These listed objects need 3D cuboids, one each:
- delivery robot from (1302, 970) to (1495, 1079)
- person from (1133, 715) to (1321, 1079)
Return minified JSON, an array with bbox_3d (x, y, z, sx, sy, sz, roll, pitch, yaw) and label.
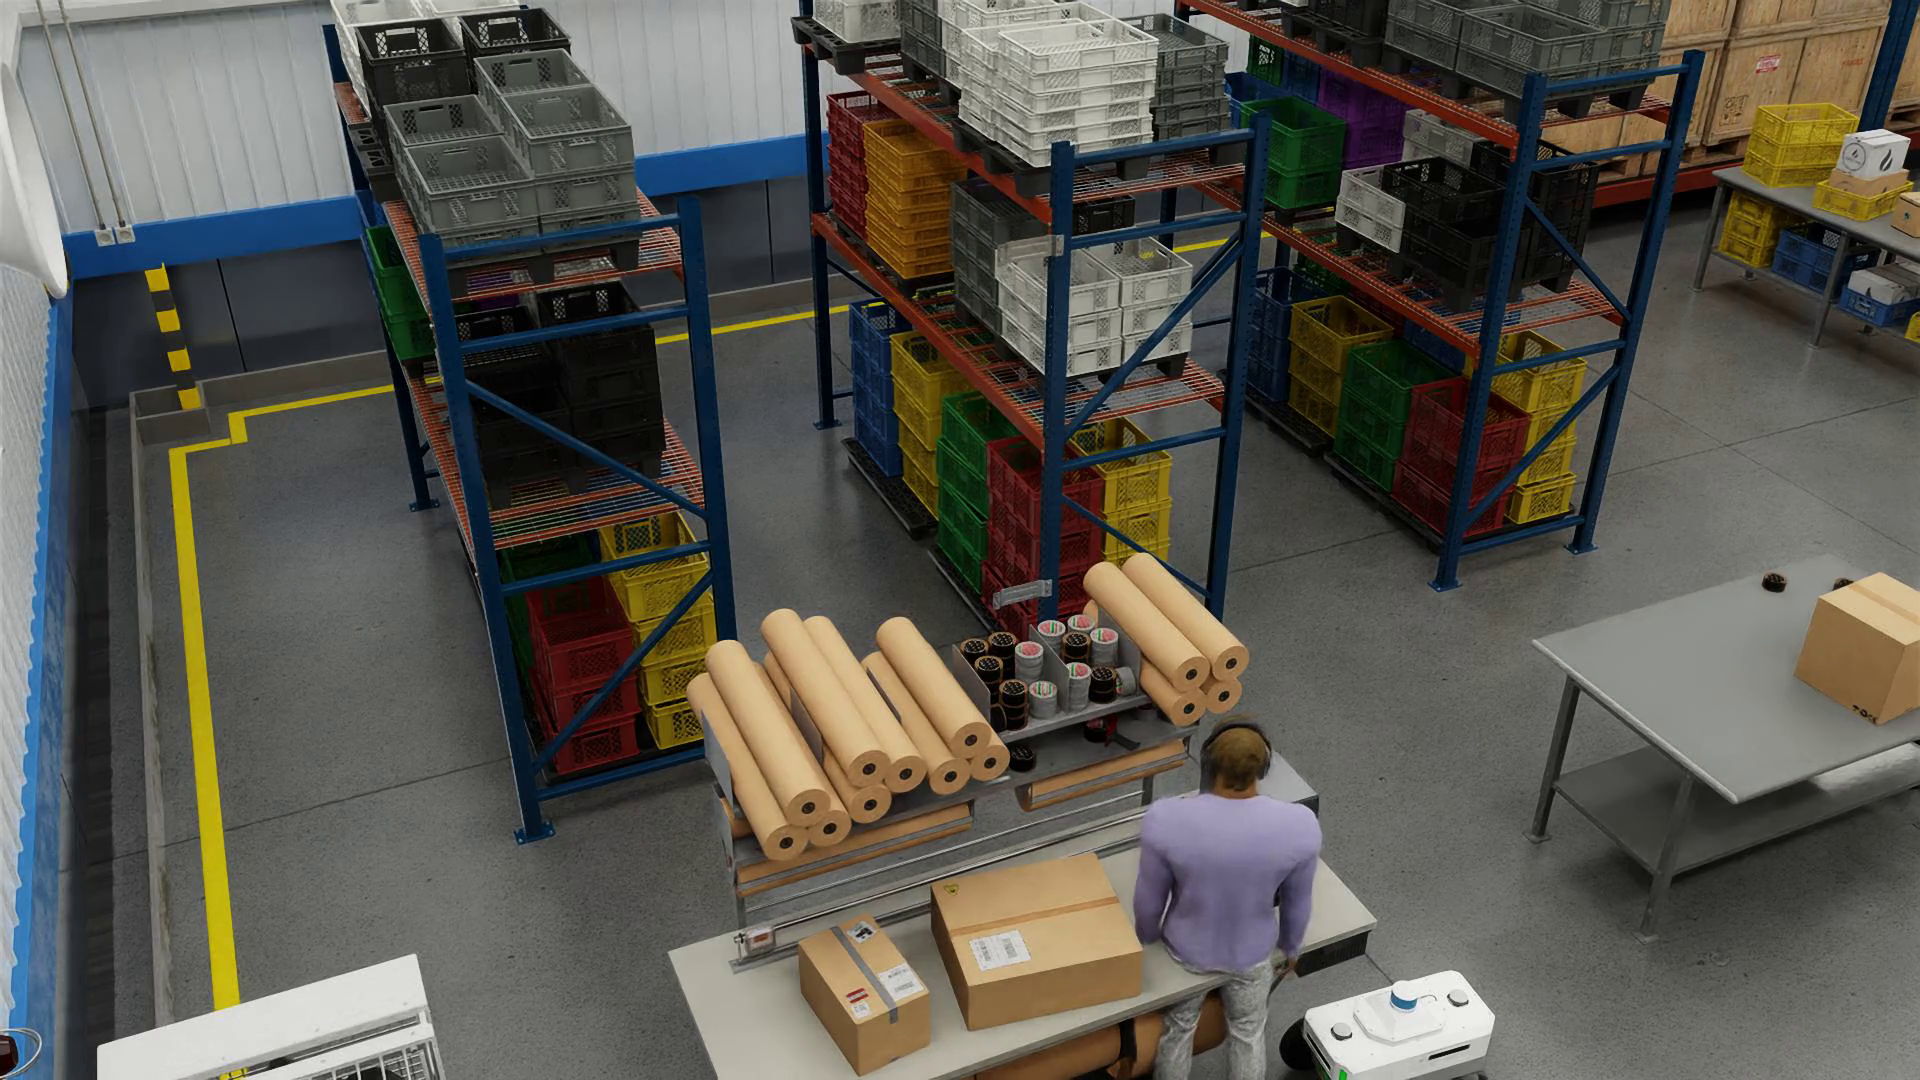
[{"bbox_3d":[1.702,1.921,6.470,0.707,0.478,0.477,-10,33,-16],"label":"delivery robot"},{"bbox_3d":[0.933,1.451,6.021,0.629,1.931,0.369,2,32,3],"label":"person"}]
